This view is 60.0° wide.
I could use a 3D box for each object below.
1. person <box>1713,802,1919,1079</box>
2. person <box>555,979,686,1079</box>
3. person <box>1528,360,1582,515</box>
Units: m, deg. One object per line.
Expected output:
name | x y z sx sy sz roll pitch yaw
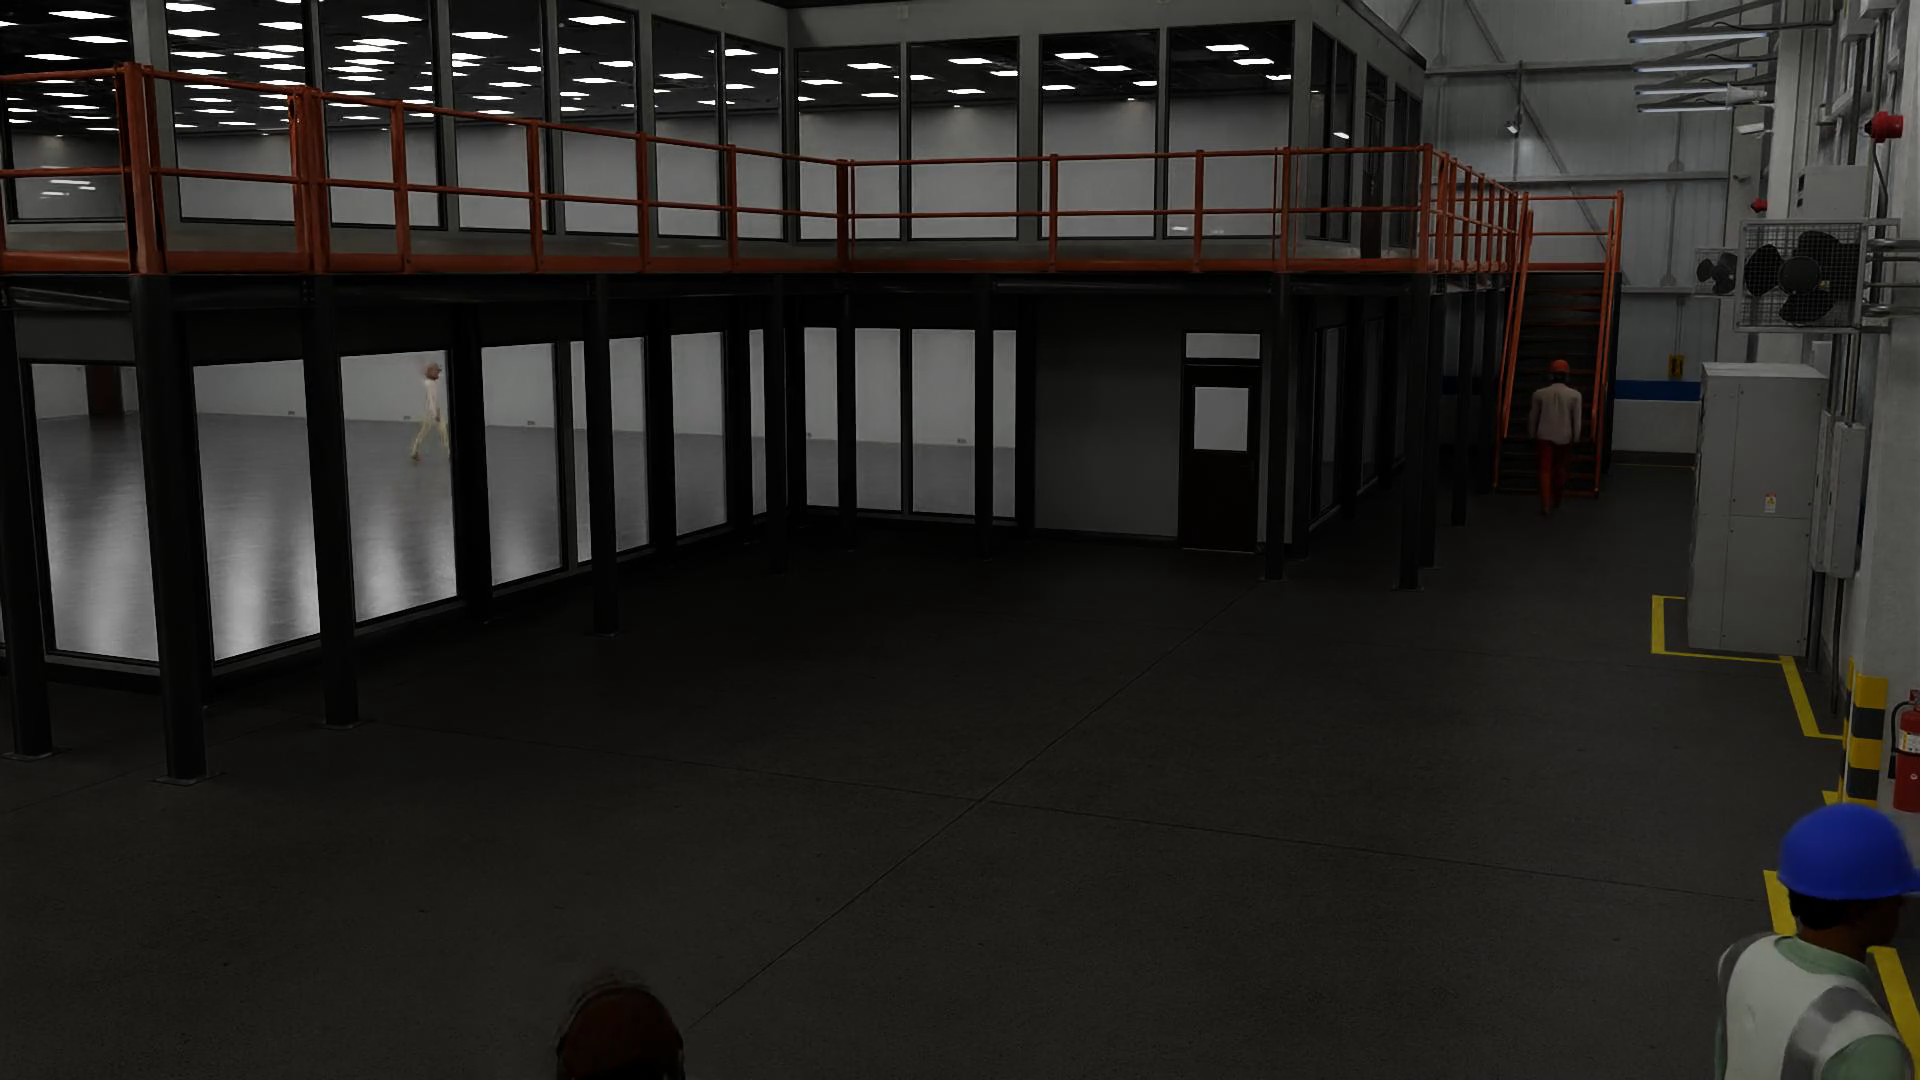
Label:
person | 1.826 1.515 3.587 0.387 1.951 0.602 0 9 0
person | -0.629 1.660 3.082 0.636 1.827 0.697 -2 9 -12
person | 7.477 -1.290 20.940 0.627 1.957 1.017 3 10 18
